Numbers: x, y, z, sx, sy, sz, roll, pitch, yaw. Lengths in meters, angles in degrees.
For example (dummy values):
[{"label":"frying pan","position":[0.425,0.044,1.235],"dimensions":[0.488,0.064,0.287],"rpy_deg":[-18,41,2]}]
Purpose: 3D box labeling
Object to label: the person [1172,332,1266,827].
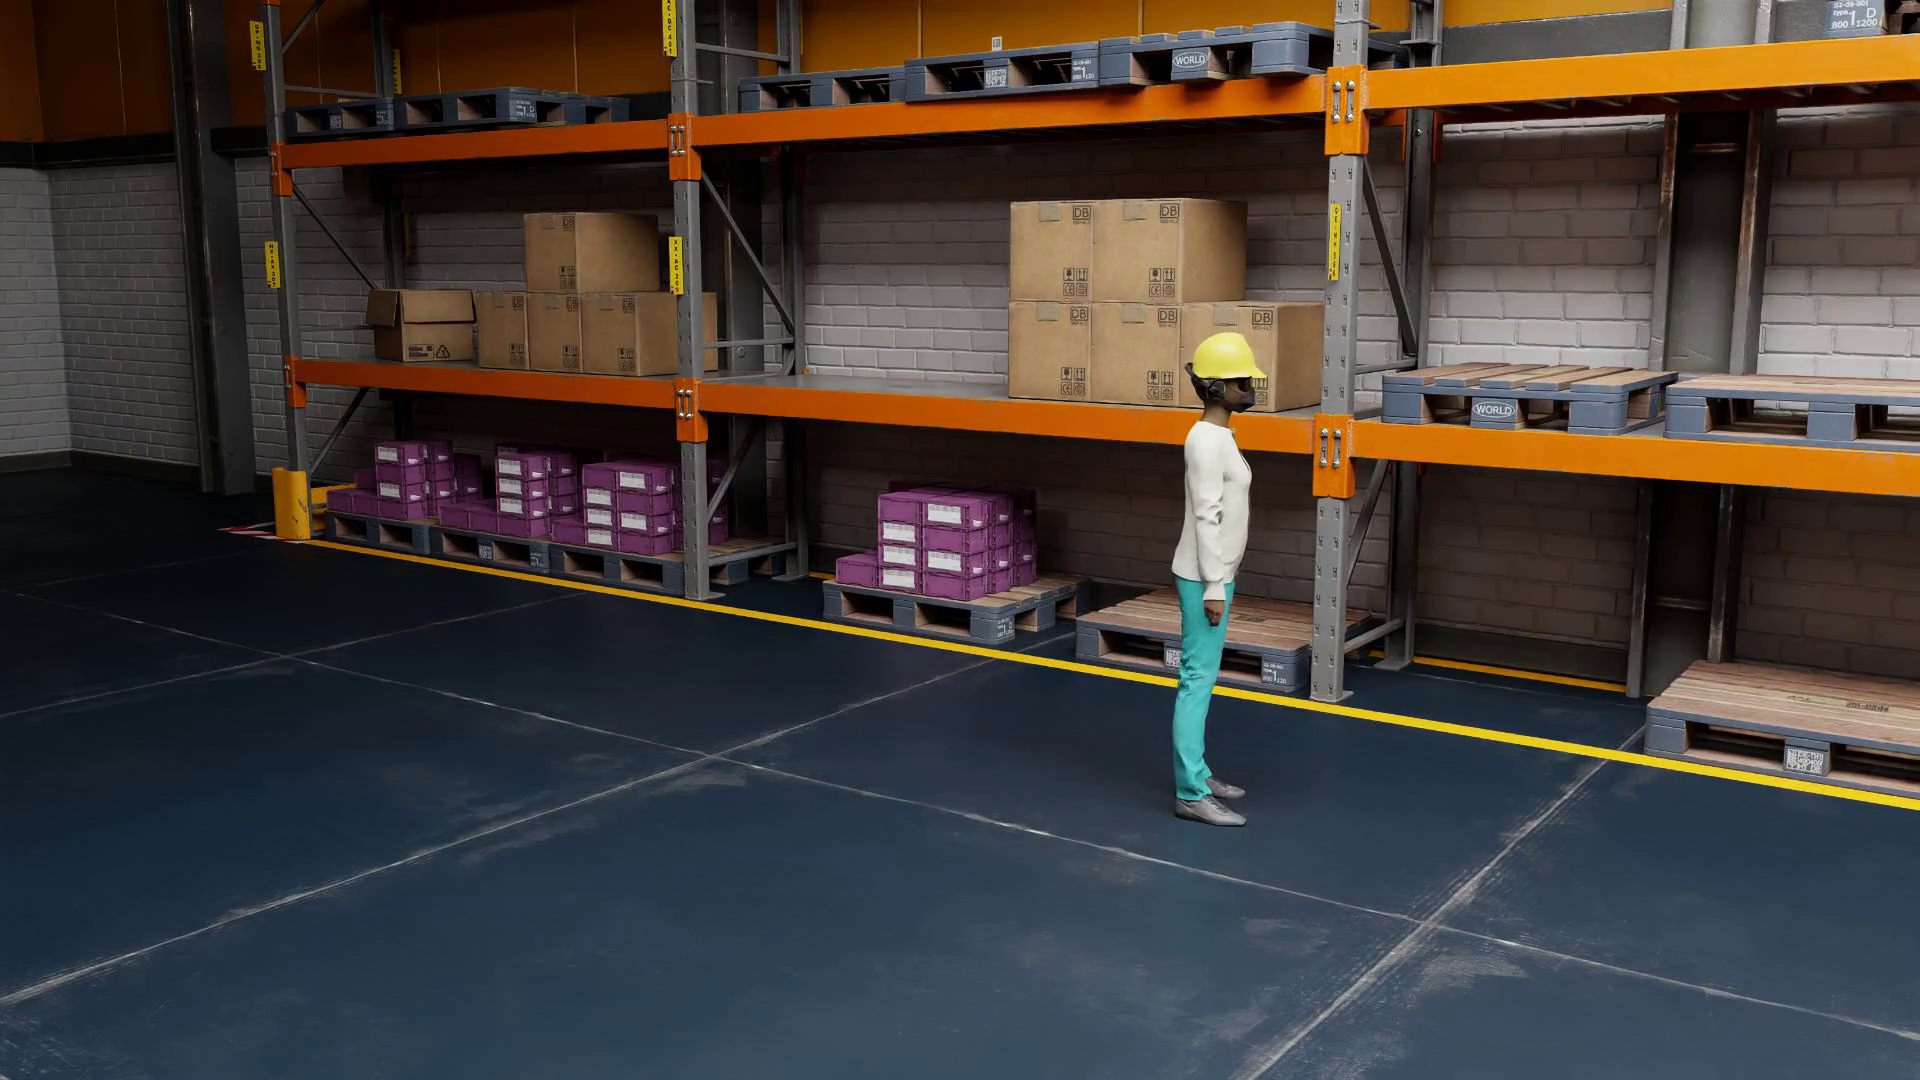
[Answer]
[{"label":"person","position":[0.931,0.136,6.042],"dimensions":[0.315,1.770,0.524],"rpy_deg":[2,10,11]}]
